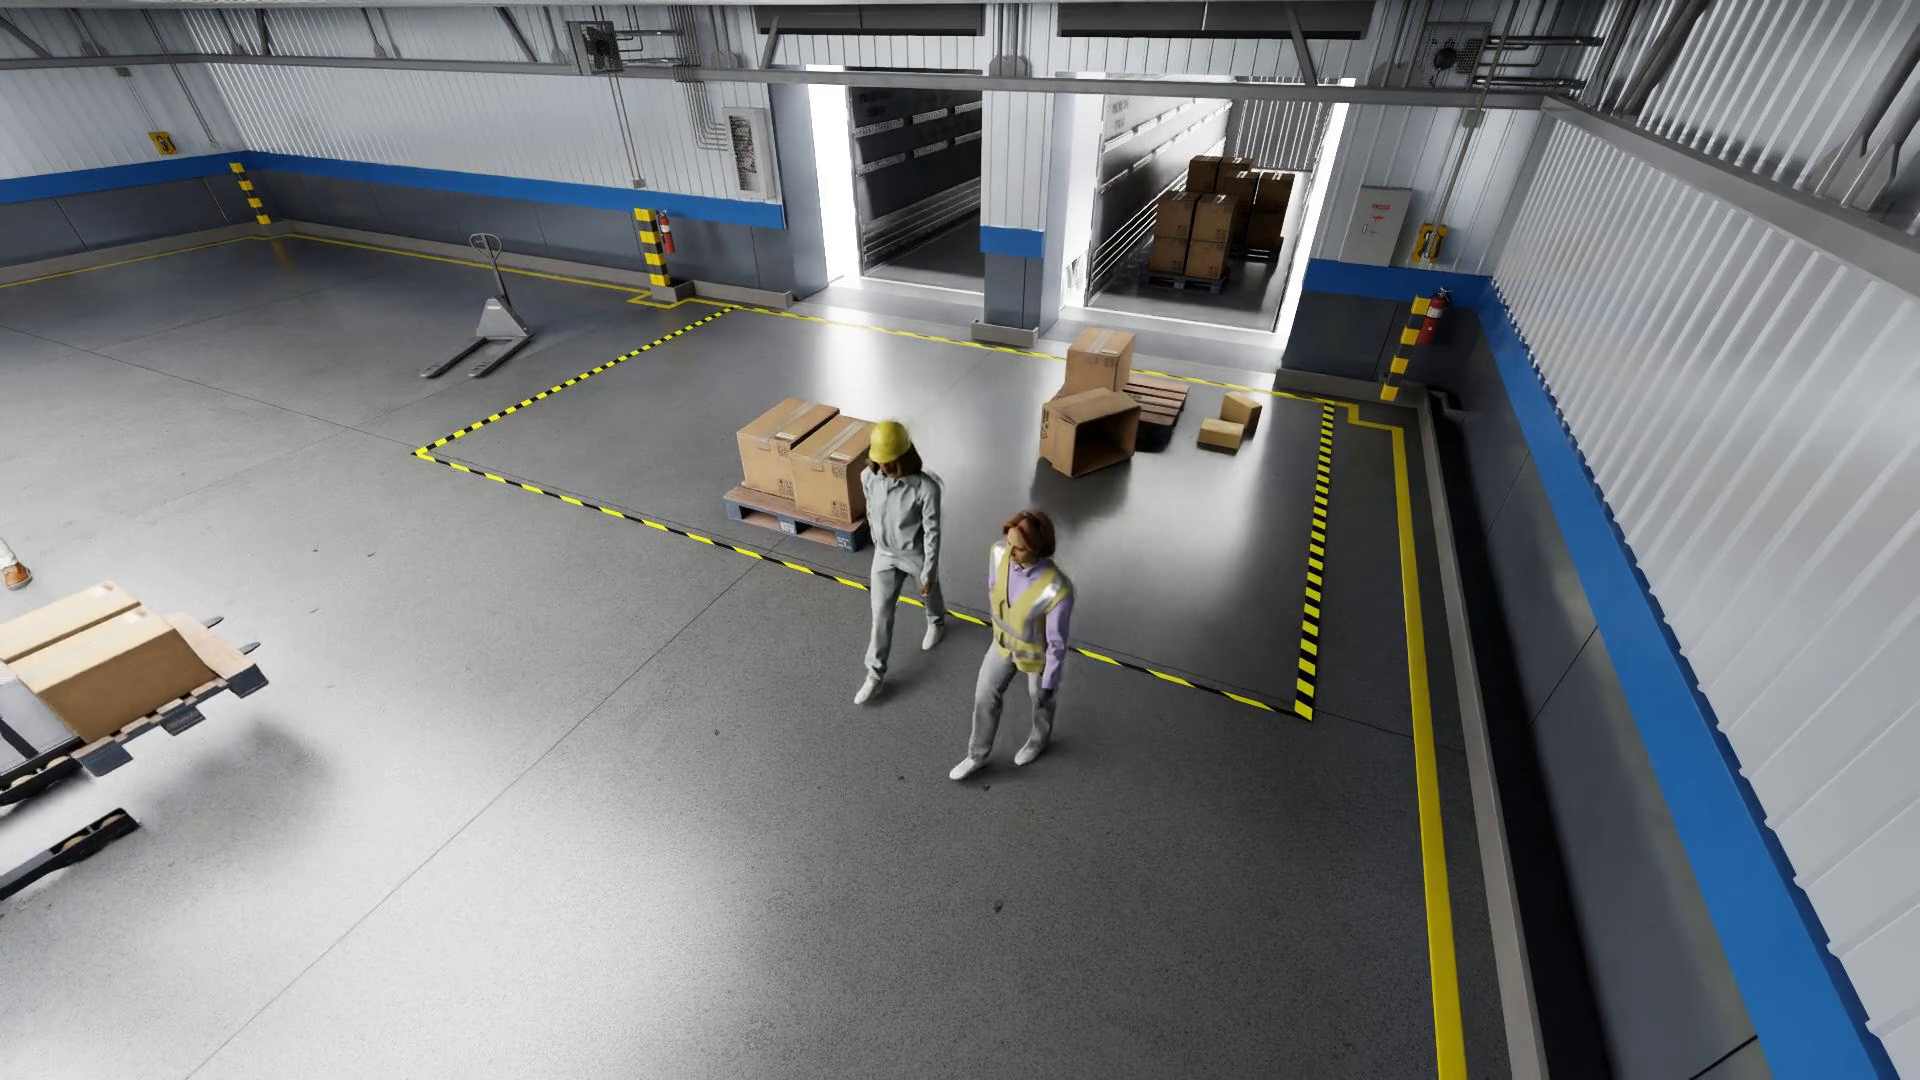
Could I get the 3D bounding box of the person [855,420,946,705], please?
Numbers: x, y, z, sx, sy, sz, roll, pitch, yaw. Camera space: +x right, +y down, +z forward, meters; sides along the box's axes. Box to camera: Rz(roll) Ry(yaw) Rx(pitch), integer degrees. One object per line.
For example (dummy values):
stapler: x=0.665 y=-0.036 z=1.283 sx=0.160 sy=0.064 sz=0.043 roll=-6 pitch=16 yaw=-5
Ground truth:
person: x=-0.331 y=0.111 z=4.066 sx=0.491 sy=1.693 sz=0.881 roll=12 pitch=37 yaw=17

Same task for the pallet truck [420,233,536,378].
pallet truck: x=-5.664 y=-2.712 z=8.427 sx=0.680 sy=1.201 sz=1.601 roll=0 pitch=35 yaw=-1

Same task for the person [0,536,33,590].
person: x=-6.836 y=-0.441 z=4.629 sx=0.614 sy=1.945 sz=0.402 roll=-25 pitch=42 yaw=-31

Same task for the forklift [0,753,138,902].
forklift: x=-4.832 y=0.936 z=2.617 sx=0.716 sy=2.013 sz=0.776 roll=18 pitch=39 yaw=24

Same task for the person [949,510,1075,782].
person: x=0.250 y=0.571 z=3.479 sx=0.594 sy=1.615 sz=0.545 roll=-28 pitch=44 yaw=-34
